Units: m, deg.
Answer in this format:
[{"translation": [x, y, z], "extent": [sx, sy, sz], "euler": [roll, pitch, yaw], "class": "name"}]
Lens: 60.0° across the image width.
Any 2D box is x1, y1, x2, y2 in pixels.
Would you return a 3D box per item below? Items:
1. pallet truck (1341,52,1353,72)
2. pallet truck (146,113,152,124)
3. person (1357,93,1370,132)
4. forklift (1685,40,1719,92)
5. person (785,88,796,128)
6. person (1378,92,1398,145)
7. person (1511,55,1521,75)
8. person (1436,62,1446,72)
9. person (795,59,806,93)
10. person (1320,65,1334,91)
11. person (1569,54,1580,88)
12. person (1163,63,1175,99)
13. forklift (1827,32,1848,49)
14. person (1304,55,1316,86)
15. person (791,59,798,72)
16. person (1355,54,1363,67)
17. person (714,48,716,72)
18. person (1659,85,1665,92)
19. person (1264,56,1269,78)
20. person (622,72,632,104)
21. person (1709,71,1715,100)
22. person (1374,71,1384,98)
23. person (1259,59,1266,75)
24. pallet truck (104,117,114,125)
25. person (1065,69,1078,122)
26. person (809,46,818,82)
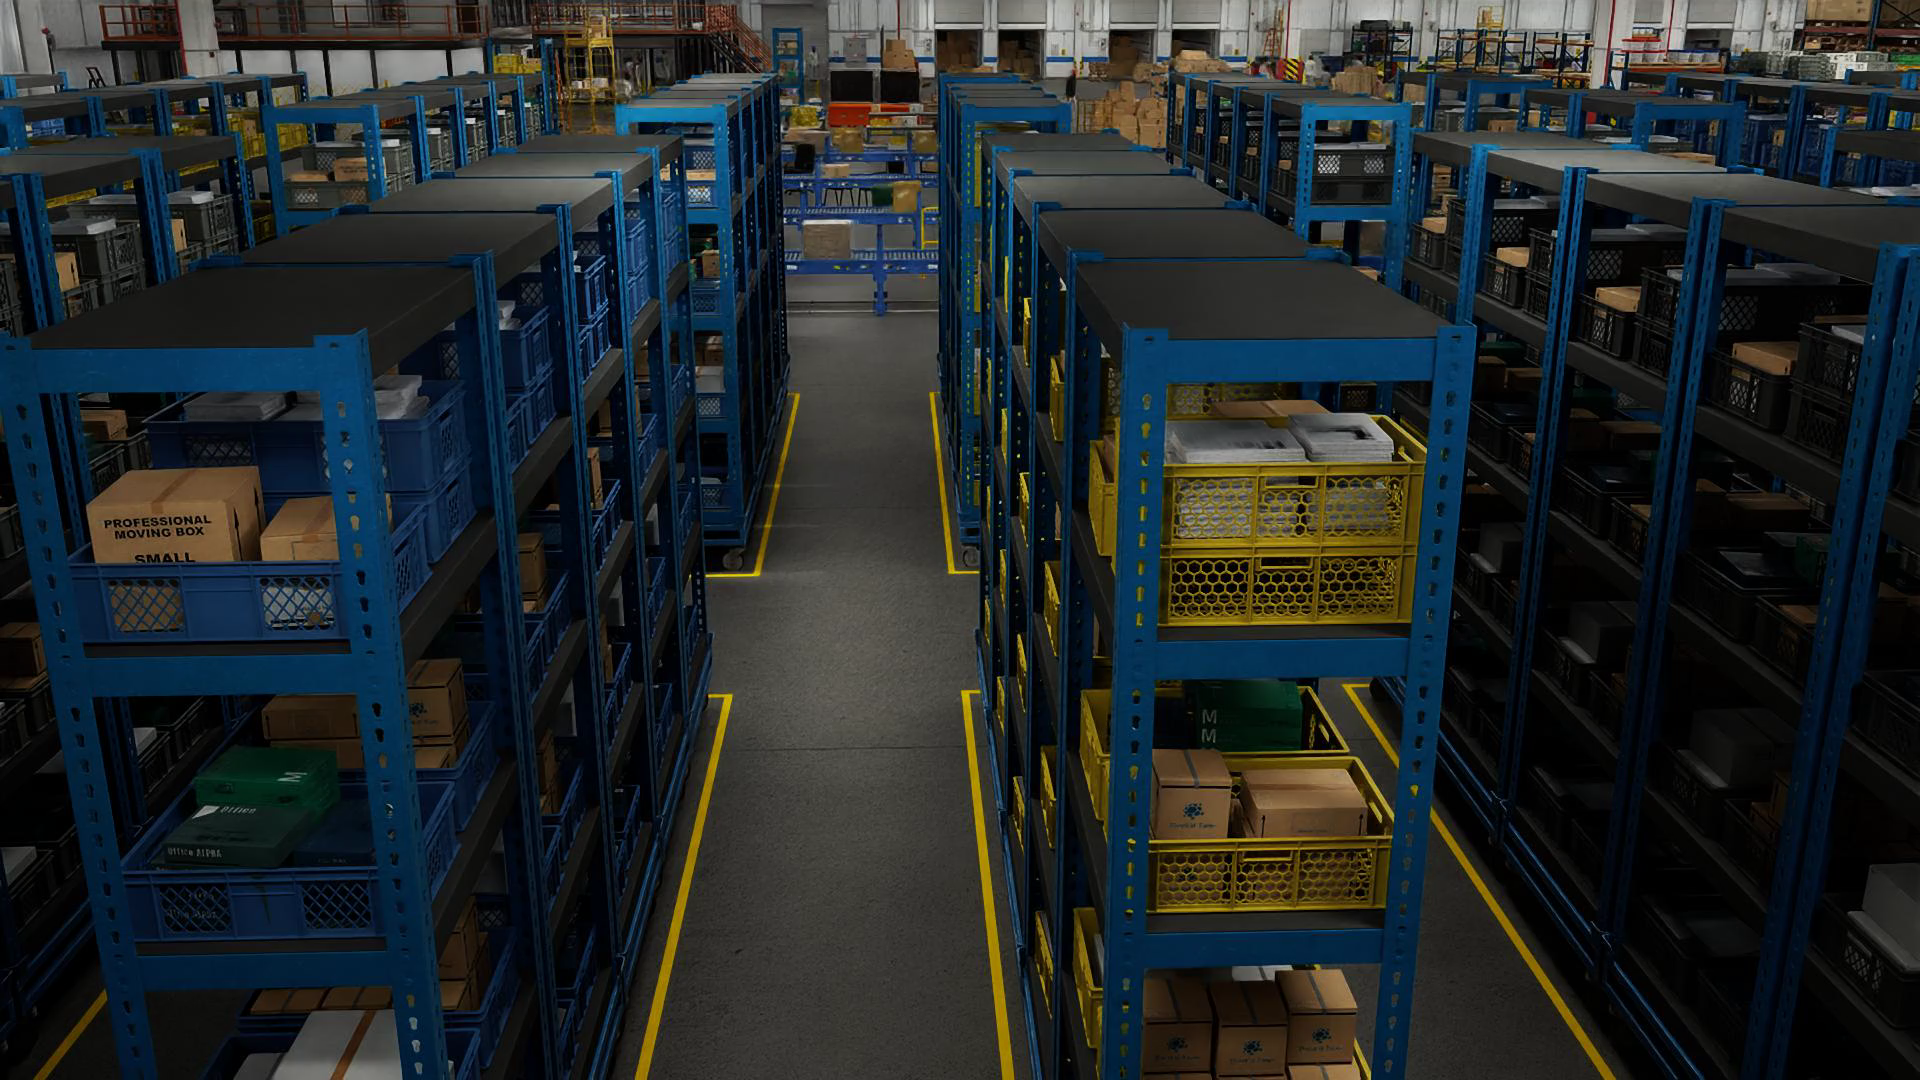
[{"translation": [18.794, -23.123, 82.231], "extent": [0.823, 1.965, 1.885], "euler": [-13, 22, -35], "class": "pallet truck"}, {"translation": [-18.087, -8.309, 36.390], "extent": [1.885, 1.965, 0.823], "euler": [-1, 18, -4], "class": "pallet truck"}, {"translation": [12.279, -12.772, 50.701], "extent": [0.543, 1.679, 0.480], "euler": [0, 18, 1], "class": "person"}, {"translation": [30.955, -19.429, 69.387], "extent": [1.129, 2.768, 1.873], "euler": [-1, 18, -2], "class": "forklift"}, {"translation": [-5.760, -15.133, 57.480], "extent": [0.866, 2.023, 0.602], "euler": [7, 19, 21], "class": "person"}, {"translation": [12.505, -12.154, 48.570], "extent": [0.610, 1.818, 0.555], "euler": [-1, 18, -2], "class": "person"}, {"translation": [26.636, -22.275, 79.748], "extent": [0.618, 1.905, 0.453], "euler": [-13, 22, -34], "class": "person"}, {"translation": [21.919, -20.941, 75.919], "extent": [0.553, 1.717, 0.488], "euler": [-3, 18, -10], "class": "person"}, {"translation": [-7.908, -23.232, 82.694], "extent": [0.556, 1.922, 0.721], "euler": [-3, 18, -8], "class": "person"}, {"translation": [15.174, -18.707, 68.802], "extent": [0.433, 1.850, 0.518], "euler": [-12, 22, -33], "class": "person"}, {"translation": [29.631, -22.414, 80.154], "extent": [0.375, 1.922, 0.594], "euler": [12, 21, 32], "class": "person"}, {"translation": [8.295, -17.717, 65.432], "extent": [0.674, 2.000, 0.535], "euler": [-3, 18, -8], "class": "person"}, {"translation": [46.023, -25.321, 87.619], "extent": [1.129, 2.768, 1.873], "euler": [-1, 18, -2], "class": "forklift"}, {"translation": [16.719, -22.195, 79.479], "extent": [0.376, 1.935, 0.629], "euler": [-14, 22, -36], "class": "person"}, {"translation": [-8.985, -25.929, 91.024], "extent": [0.356, 1.930, 0.587], "euler": [16, 24, 41], "class": "person"}, {"translation": [19.978, -23.381, 83.311], "extent": [0.438, 1.829, 0.633], "euler": [7, 19, 20], "class": "person"}, {"translation": [-13.871, -26.852, 93.776], "extent": [0.375, 1.995, 0.609], "euler": [-7, 19, -20], "class": "person"}, {"translation": [25.251, -15.732, 59.453], "extent": [0.547, 1.938, 0.377], "euler": [8, 20, 24], "class": "person"}, {"translation": [15.706, -24.170, 86.015], "extent": [0.868, 1.658, 0.537], "euler": [15, 23, 38], "class": "person"}, {"translation": [-12.298, -16.478, 61.923], "extent": [0.983, 1.832, 0.605], "euler": [2, 18, 7], "class": "person"}, {"translation": [29.394, -17.629, 65.283], "extent": [0.614, 1.962, 0.366], "euler": [2, 18, 8], "class": "person"}, {"translation": [16.219, -17.250, 64.430], "extent": [0.329, 1.765, 0.533], "euler": [2, 18, 6], "class": "person"}, {"translation": [13.695, -20.844, 75.369], "extent": [1.036, 1.888, 0.653], "euler": [9, 20, 26], "class": "person"}, {"translation": [-18.367, -7.885, 35.078], "extent": [1.885, 1.965, 0.823], "euler": [1, 18, 2], "class": "pallet truck"}, {"translation": [4.149, -16.547, 61.959], "extent": [0.701, 1.941, 0.751], "euler": [9, 20, 27], "class": "person"}, {"translation": [-8.261, -26.912, 94.037], "extent": [0.615, 1.945, 0.406], "euler": [-16, 24, -41], "class": "person"}]
